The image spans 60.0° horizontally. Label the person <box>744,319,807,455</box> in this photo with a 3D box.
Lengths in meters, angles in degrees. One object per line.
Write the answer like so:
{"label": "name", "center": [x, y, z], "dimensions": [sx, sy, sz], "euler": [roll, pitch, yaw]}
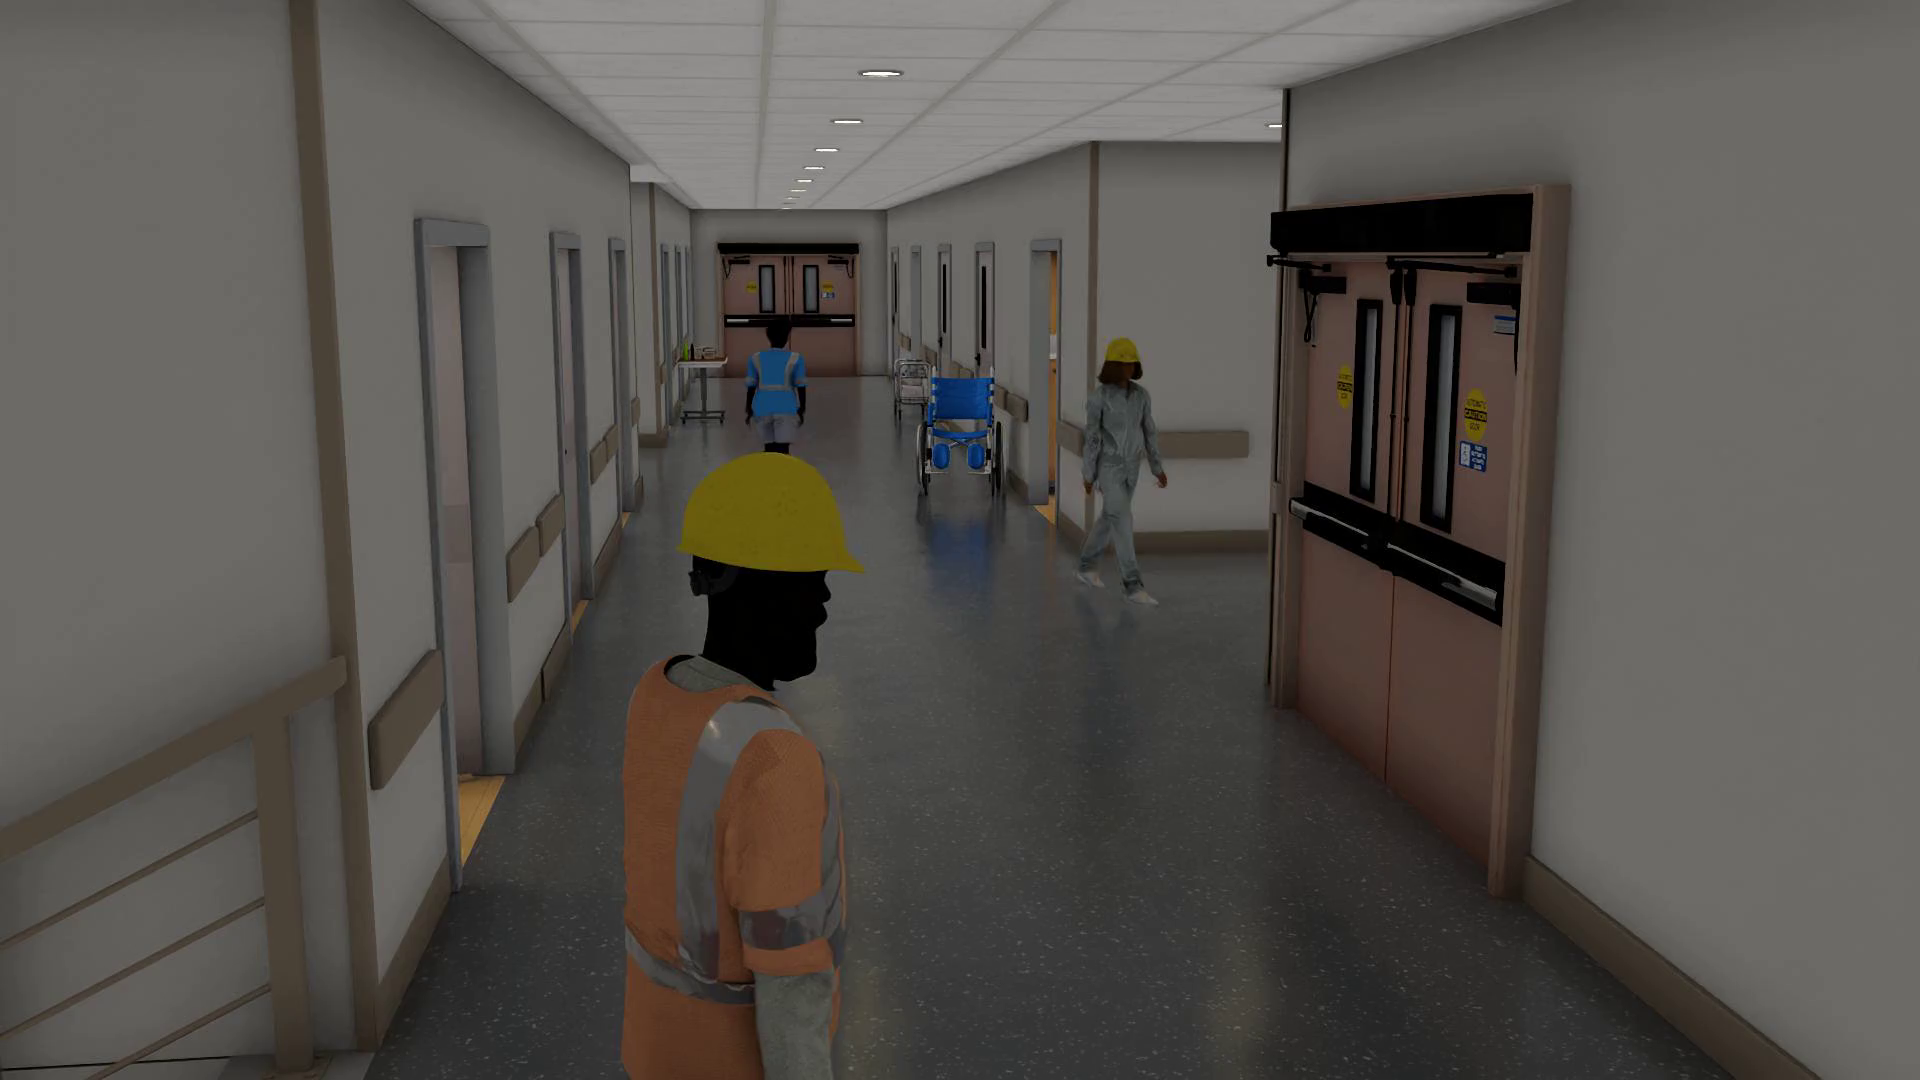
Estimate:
{"label": "person", "center": [-1.648, -1.127, 14.729], "dimensions": [0.568, 1.651, 0.852], "euler": [2, 10, 9]}

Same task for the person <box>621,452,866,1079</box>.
{"label": "person", "center": [-0.325, 0.819, 2.629], "dimensions": [0.399, 1.918, 0.588], "euler": [-5, 11, -27]}

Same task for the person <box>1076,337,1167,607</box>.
{"label": "person", "center": [1.011, -0.466, 10.759], "dimensions": [0.495, 1.696, 0.912], "euler": [-7, 12, -37]}
